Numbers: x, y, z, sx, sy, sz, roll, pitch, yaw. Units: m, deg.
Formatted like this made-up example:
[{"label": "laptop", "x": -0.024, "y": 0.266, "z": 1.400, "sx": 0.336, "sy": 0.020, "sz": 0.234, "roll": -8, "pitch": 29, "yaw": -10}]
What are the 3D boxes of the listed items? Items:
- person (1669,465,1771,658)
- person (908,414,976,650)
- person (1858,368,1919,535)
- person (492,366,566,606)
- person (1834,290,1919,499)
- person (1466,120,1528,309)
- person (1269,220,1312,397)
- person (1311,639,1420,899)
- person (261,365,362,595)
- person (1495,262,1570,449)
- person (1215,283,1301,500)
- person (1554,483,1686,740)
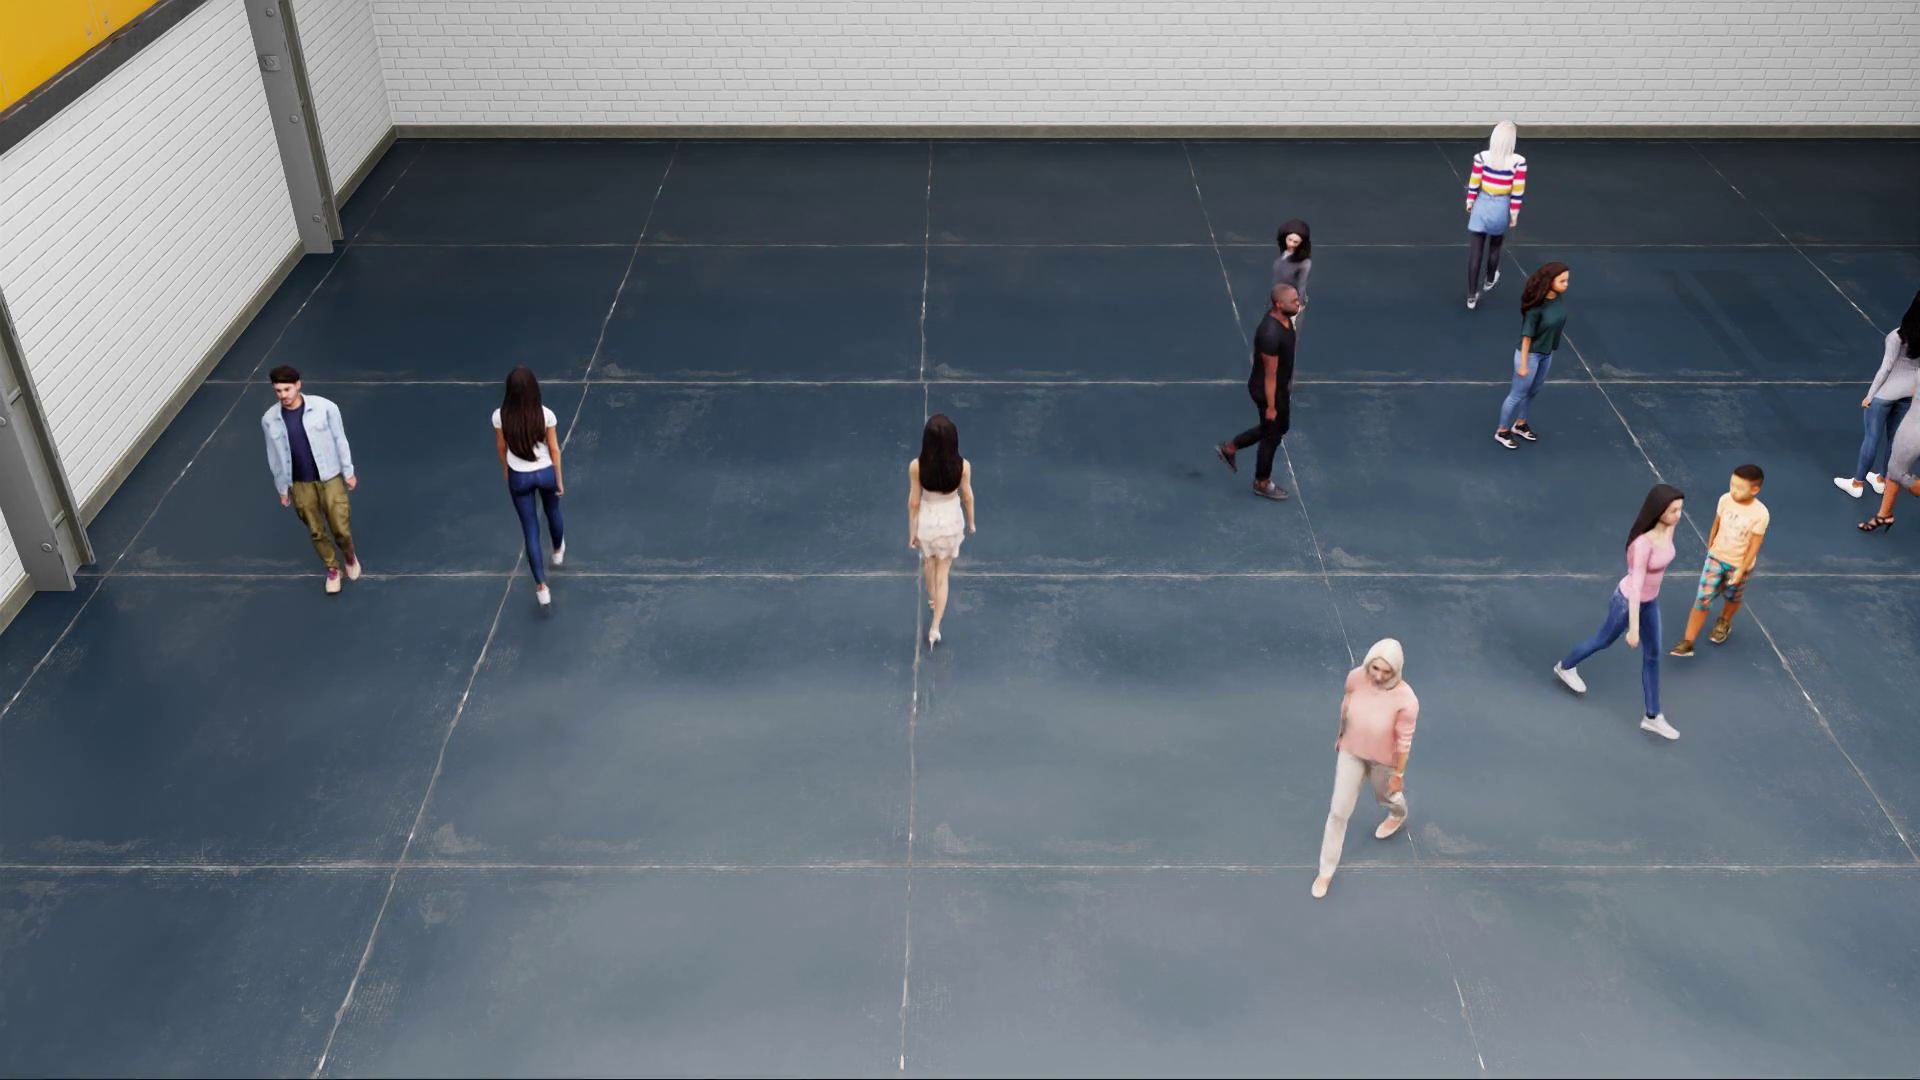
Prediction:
[{"label": "person", "x": 5.224, "y": 0.120, "z": 11.189, "sx": 0.983, "sy": 1.423, "sz": 0.929, "roll": -28, "pitch": 43, "yaw": -36}, {"label": "person", "x": -0.146, "y": -0.009, "z": 11.121, "sx": 0.615, "sy": 1.713, "sz": 0.792, "roll": 2, "pitch": 34, "yaw": 3}, {"label": "person", "x": 7.147, "y": -0.774, "z": 12.223, "sx": 0.737, "sy": 1.768, "sz": 0.794, "roll": 7, "pitch": 34, "yaw": 10}, {"label": "person", "x": -2.988, "y": -0.353, "z": 11.615, "sx": 0.760, "sy": 1.740, "sz": 1.179, "roll": -7, "pitch": 34, "yaw": -11}, {"label": "person", "x": 7.193, "y": -1.127, "z": 12.782, "sx": 0.649, "sy": 1.736, "sz": 0.586, "roll": -6, "pitch": 34, "yaw": -9}, {"label": "person", "x": 4.960, "y": -3.029, "z": 15.598, "sx": 0.902, "sy": 1.788, "sz": 1.053, "roll": 15, "pitch": 36, "yaw": 21}, {"label": "person", "x": 2.770, "y": -1.939, "z": 14.013, "sx": 0.909, "sy": 1.726, "sz": 0.631, "roll": -2, "pitch": 34, "yaw": -4}, {"label": "person", "x": 2.374, "y": 1.173, "z": 9.372, "sx": 1.083, "sy": 1.681, "sz": 1.212, "roll": 27, "pitch": 42, "yaw": 34}, {"label": "person", "x": -4.532, "y": -0.458, "z": 11.721, "sx": 0.754, "sy": 1.797, "sz": 0.740, "roll": -7, "pitch": 34, "yaw": -10}, {"label": "person", "x": 4.647, "y": -1.511, "z": 13.471, "sx": 0.701, "sy": 1.613, "sz": 0.747, "roll": -23, "pitch": 40, "yaw": -30}, {"label": "person", "x": 2.296, "y": -1.141, "z": 12.743, "sx": 0.931, "sy": 1.803, "sz": 0.940, "roll": 14, "pitch": 36, "yaw": 19}, {"label": "person", "x": 4.205, "y": 0.384, "z": 10.547, "sx": 1.059, "sy": 1.694, "sz": 1.203, "roll": -24, "pitch": 40, "yaw": -31}]
